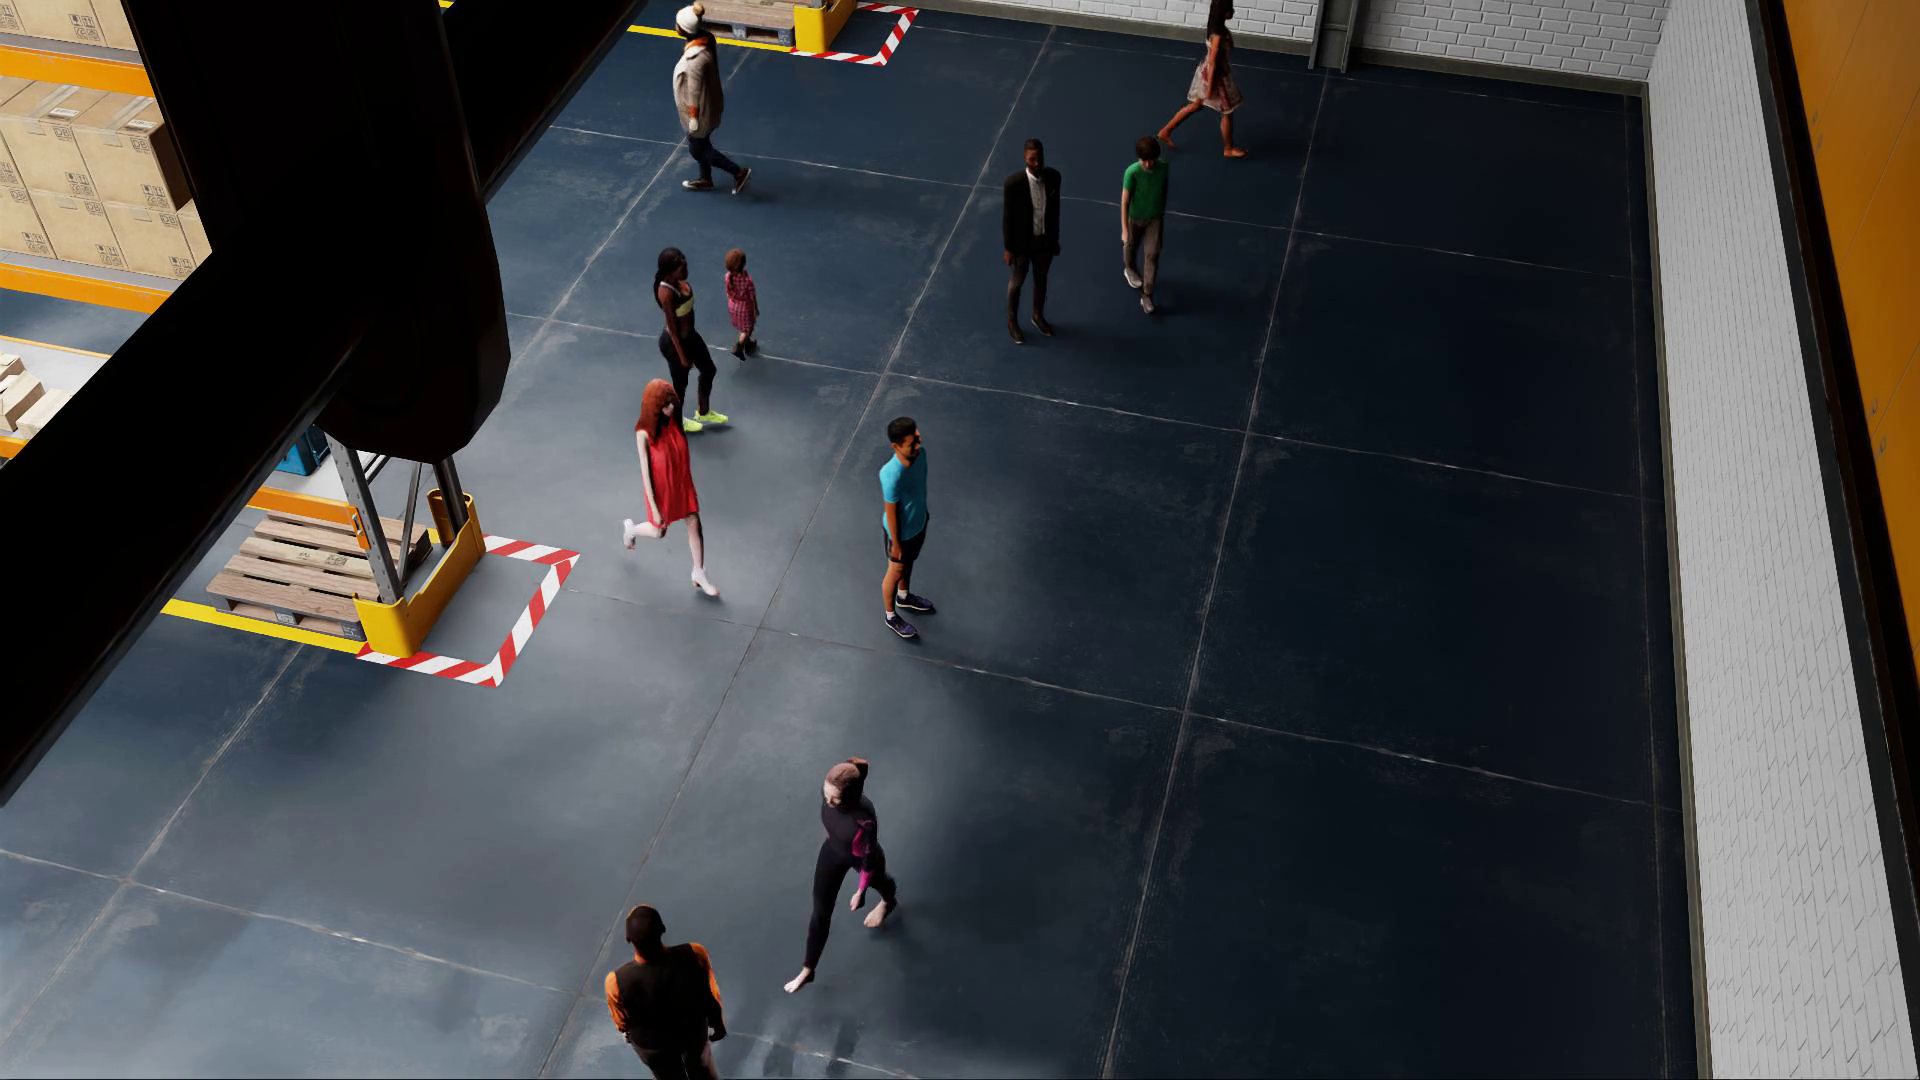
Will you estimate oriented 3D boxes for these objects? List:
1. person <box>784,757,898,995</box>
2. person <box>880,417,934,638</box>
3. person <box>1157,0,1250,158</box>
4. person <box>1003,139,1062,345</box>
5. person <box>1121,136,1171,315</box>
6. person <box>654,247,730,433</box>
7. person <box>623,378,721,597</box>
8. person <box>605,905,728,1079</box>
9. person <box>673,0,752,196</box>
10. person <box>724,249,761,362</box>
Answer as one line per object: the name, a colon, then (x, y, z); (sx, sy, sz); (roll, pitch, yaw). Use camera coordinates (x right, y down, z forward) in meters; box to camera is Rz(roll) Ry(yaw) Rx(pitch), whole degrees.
person: (-0.530, 1.722, 9.238); (1.140, 1.696, 0.895); (27, 50, 26)
person: (-0.374, -0.114, 11.109); (0.561, 1.773, 0.653); (18, 46, 18)
person: (2.297, -4.342, 15.665); (1.168, 1.610, 0.760); (2, 44, 3)
person: (0.565, -2.448, 13.539); (0.724, 1.801, 0.813); (-17, 46, -17)
person: (1.530, -2.769, 14.016); (1.011, 1.608, 0.933); (-11, 45, -11)
person: (-2.208, -1.493, 12.584); (0.708, 1.735, 0.624); (5, 44, 5)
person: (-2.056, -0.363, 11.351); (1.154, 1.801, 0.904); (30, 51, 28)
person: (-1.407, 2.519, 8.259); (0.925, 1.893, 0.979); (-17, 46, -17)
person: (-2.270, -3.959, 15.067); (0.999, 1.881, 0.833); (1, 44, 1)
person: (-1.791, -1.896, 13.527); (0.571, 1.018, 0.548); (18, 46, 18)
